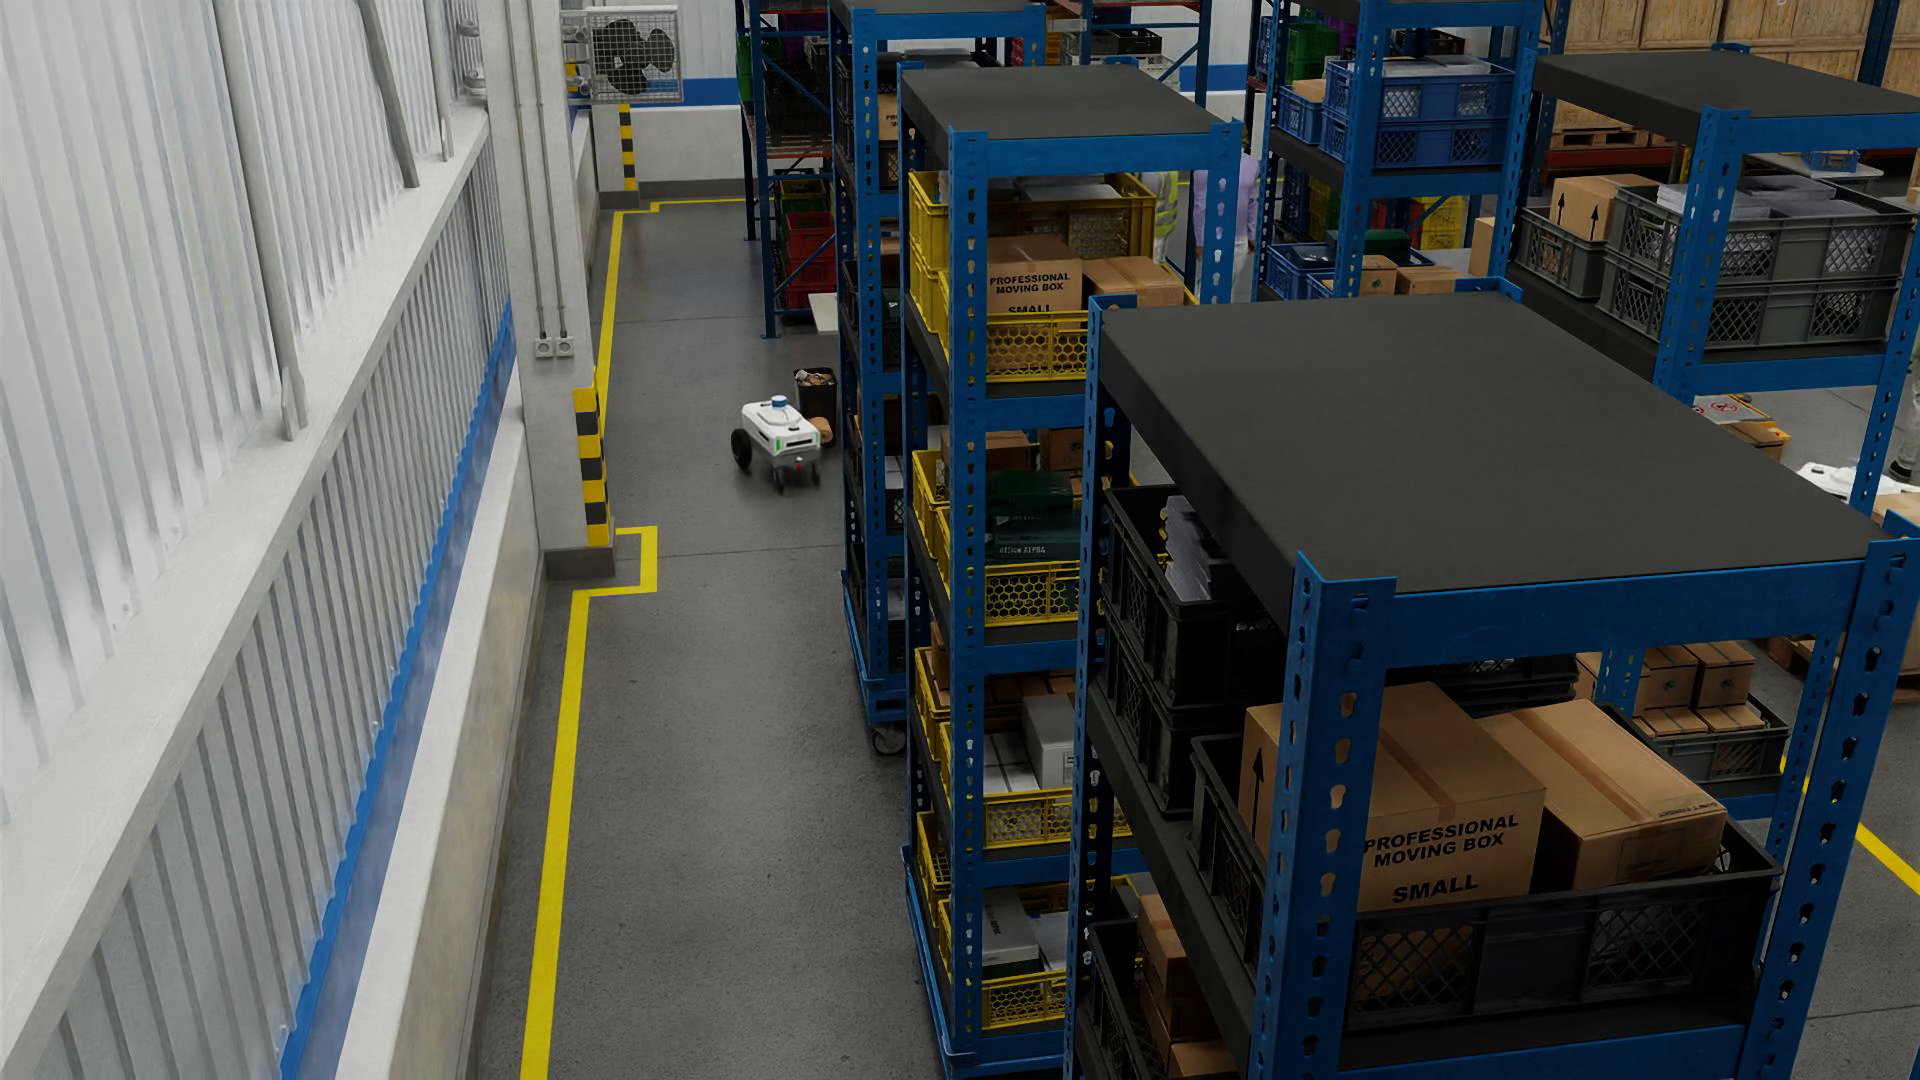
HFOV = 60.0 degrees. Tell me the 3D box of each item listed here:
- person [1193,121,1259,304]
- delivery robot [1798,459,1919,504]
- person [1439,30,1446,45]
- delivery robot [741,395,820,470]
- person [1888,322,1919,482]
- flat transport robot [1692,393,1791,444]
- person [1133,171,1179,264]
[{"bbox_3d":[2.183,-2.483,13.690,0.627,1.934,0.372,-13,28,-27],"label":"person"},{"bbox_3d":[5.618,-0.274,10.406,0.707,0.478,0.477,19,31,34],"label":"delivery robot"},{"bbox_3d":[5.289,-4.781,18.753,0.621,1.874,0.397,-4,25,-8],"label":"person"},{"bbox_3d":[-1.237,-0.753,11.457,0.477,0.478,0.707,-12,27,-25],"label":"delivery robot"},{"bbox_3d":[6.651,-1.255,11.138,0.586,1.833,0.403,9,26,19],"label":"person"},{"bbox_3d":[5.224,-0.859,12.132,1.431,0.197,0.652,-4,25,-8],"label":"flat transport robot"},{"bbox_3d":[1.616,-2.632,14.136,0.429,1.837,0.629,9,26,18],"label":"person"}]
